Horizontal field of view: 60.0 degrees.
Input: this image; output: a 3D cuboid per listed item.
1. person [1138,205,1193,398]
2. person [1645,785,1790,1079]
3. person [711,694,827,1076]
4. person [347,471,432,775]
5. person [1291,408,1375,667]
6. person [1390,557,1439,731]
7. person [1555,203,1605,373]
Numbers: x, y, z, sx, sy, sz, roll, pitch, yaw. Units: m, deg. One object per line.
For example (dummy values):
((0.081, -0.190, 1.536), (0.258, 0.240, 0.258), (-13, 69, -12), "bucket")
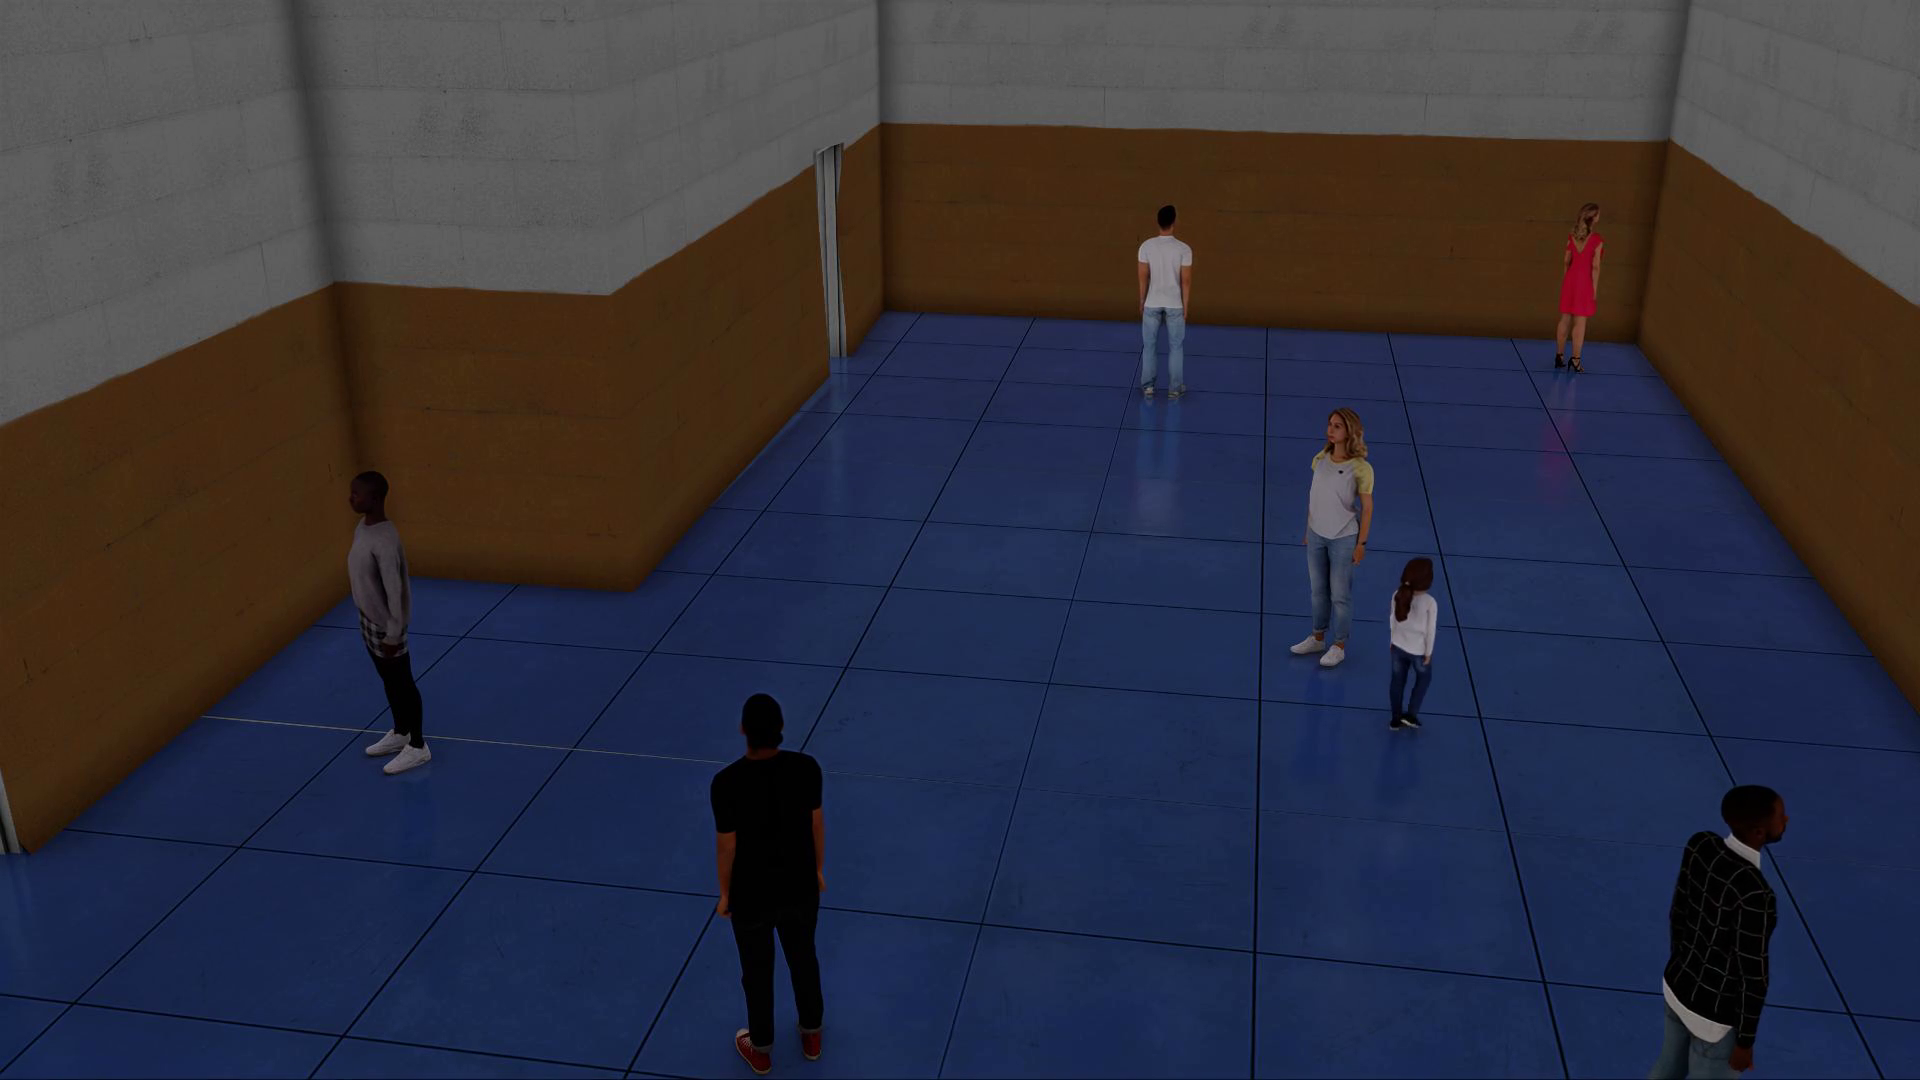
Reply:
((1.983, -2.313, 16.159), (0.539, 1.866, 0.754), (6, 23, 15), "person")
((2.781, 1.711, 6.205), (0.662, 1.820, 0.718), (-2, 22, -6), "person")
((-0.785, 1.438, 6.969), (0.688, 1.758, 0.788), (-9, 23, -21), "person")
((-3.239, 0.448, 9.412), (0.754, 1.772, 0.684), (-16, 27, -35), "person")
((2.401, -0.022, 10.629), (0.765, 1.722, 0.688), (-17, 27, -36), "person")
((2.653, 0.630, 9.854), (0.506, 1.105, 0.580), (15, 26, 32), "person")
((6.341, -2.600, 17.057), (0.712, 1.728, 0.663), (-12, 25, -28), "person")
